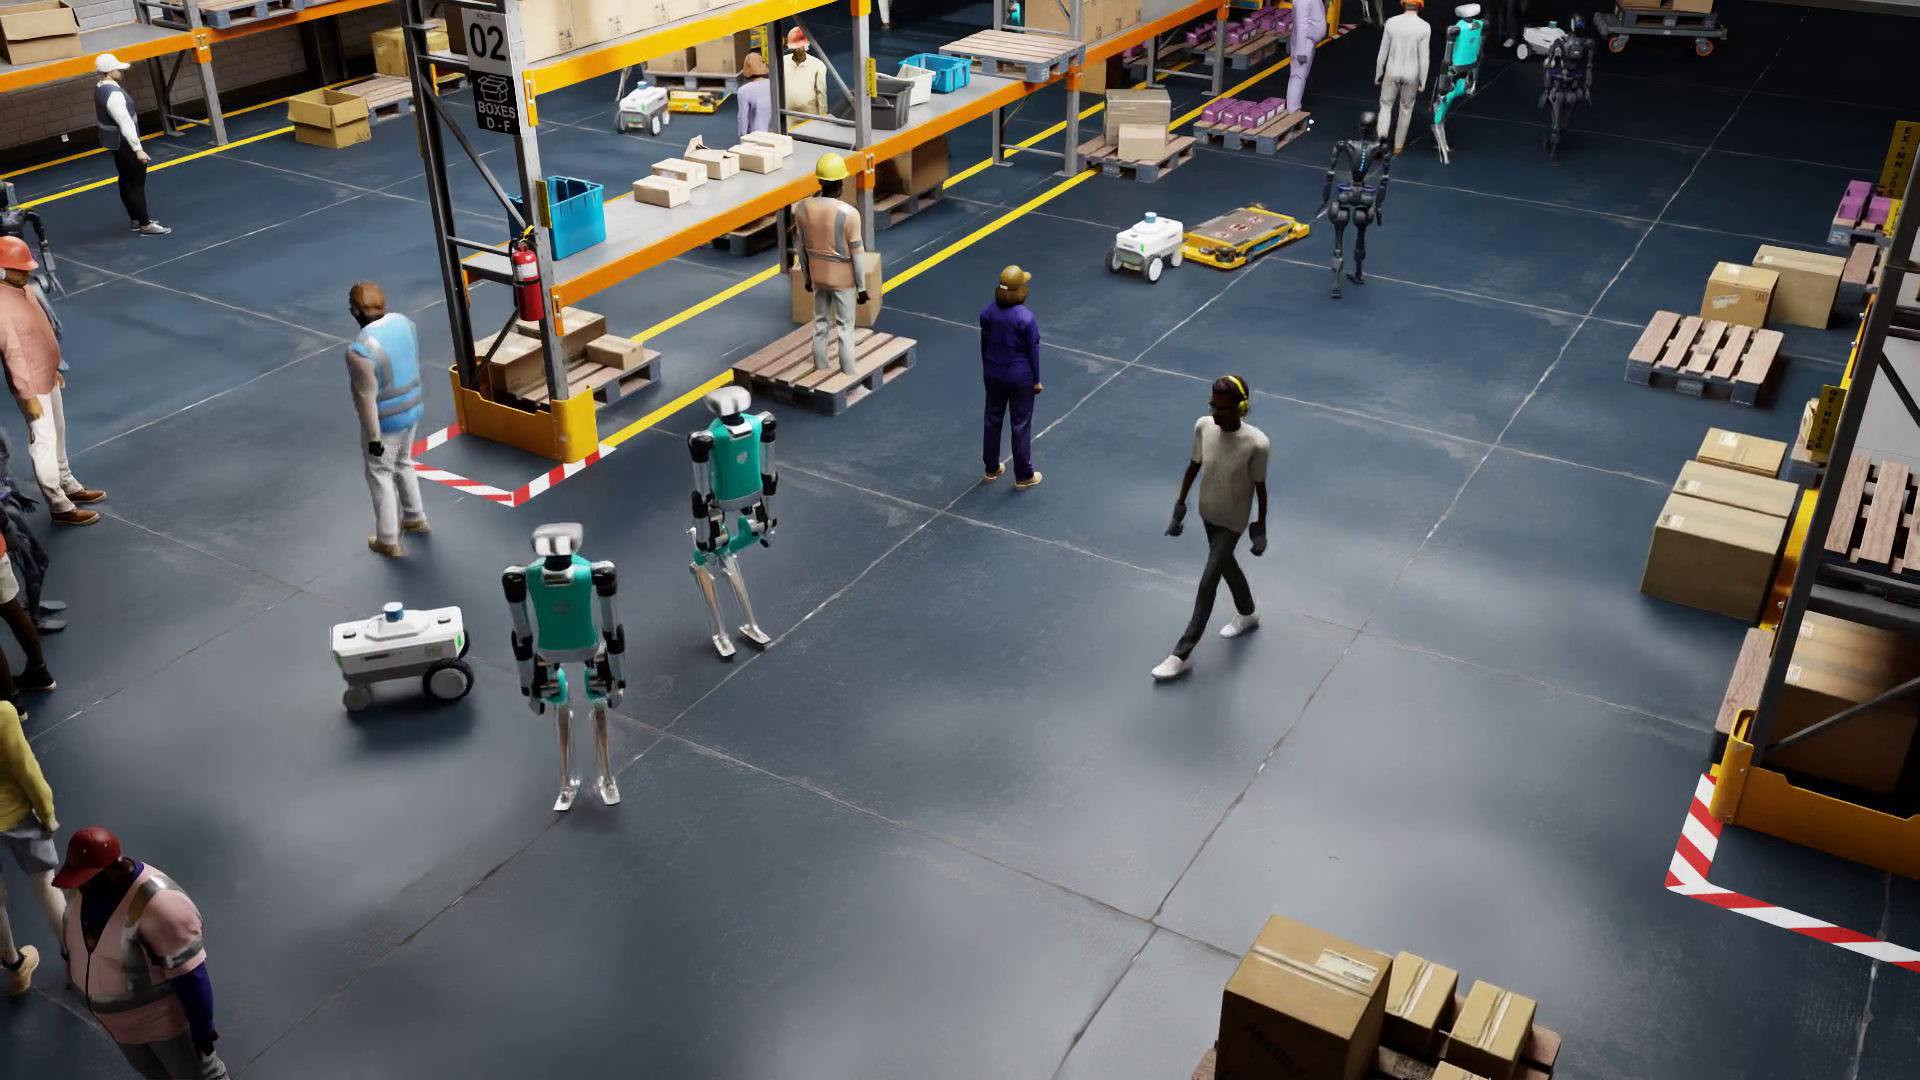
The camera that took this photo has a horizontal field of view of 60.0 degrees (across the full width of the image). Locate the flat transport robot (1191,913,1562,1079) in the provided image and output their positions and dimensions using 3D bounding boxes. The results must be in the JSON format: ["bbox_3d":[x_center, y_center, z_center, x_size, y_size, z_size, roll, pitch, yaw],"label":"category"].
[{"bbox_3d":[1.727,2.298,6.876,0.659,0.231,1.431,17,34,27],"label":"flat transport robot"}]

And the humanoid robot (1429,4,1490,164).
[{"bbox_3d":[5.387,-5.060,18.438,0.575,1.811,0.797,-13,32,-22],"label":"humanoid robot"}]

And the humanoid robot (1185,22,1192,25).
[{"bbox_3d":[3.211,-8.357,24.299,0.380,1.645,0.589,-18,34,-29],"label":"humanoid robot"}]

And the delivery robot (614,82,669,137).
[{"bbox_3d":[-3.745,-5.131,19.696,0.499,0.565,0.745,8,30,13],"label":"delivery robot"}]

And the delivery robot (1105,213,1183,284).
[{"bbox_3d":[1.750,-2.739,15.512,0.499,0.609,0.807,23,36,34],"label":"delivery robot"}]

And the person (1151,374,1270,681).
[{"bbox_3d":[1.482,-0.122,9.584,0.998,1.812,0.543,-23,37,-35],"label":"person"}]

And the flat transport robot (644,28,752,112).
[{"bbox_3d":[-3.232,-5.674,20.978,0.659,0.231,1.431,5,30,8],"label":"flat transport robot"}]

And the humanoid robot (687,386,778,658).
[{"bbox_3d":[-1.382,-0.147,9.641,0.532,1.730,0.713,-20,35,-31],"label":"humanoid robot"}]

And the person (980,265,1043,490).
[{"bbox_3d":[0.358,-1.135,11.568,0.457,1.623,0.338,18,34,28],"label":"person"}]

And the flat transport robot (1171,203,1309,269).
[{"bbox_3d":[2.739,-2.956,16.170,0.659,0.231,1.431,24,37,36],"label":"flat transport robot"}]

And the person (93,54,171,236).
[{"bbox_3d":[-8.147,-3.850,16.237,0.429,1.758,0.747,-24,37,-36],"label":"person"}]

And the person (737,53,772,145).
[{"bbox_3d":[-2.011,-4.087,16.794,0.501,1.628,0.280,-19,35,-30],"label":"person"}]

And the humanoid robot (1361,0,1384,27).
[{"bbox_3d":[6.105,-8.372,24.303,0.564,1.821,0.764,-14,32,-23],"label":"humanoid robot"}]

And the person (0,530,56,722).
[{"bbox_3d":[-5.422,0.093,9.072,0.380,1.957,0.598,2,30,4],"label":"person"}]

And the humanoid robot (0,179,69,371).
[{"bbox_3d":[-7.427,-2.048,13.125,0.346,1.647,0.585,25,38,37],"label":"humanoid robot"}]

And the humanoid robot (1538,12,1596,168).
[{"bbox_3d":[6.670,-5.016,18.407,0.589,1.640,0.664,-4,30,-7],"label":"humanoid robot"}]

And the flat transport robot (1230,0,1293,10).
[{"bbox_3d":[4.657,-8.267,25.565,1.431,0.231,0.659,16,33,26],"label":"flat transport robot"}]

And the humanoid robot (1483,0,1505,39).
[{"bbox_3d":[7.609,-7.925,23.530,0.593,1.637,0.342,3,30,5],"label":"humanoid robot"}]

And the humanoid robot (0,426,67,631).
[{"bbox_3d":[-5.648,-0.183,9.834,0.324,1.644,0.585,-11,31,-19],"label":"humanoid robot"}]

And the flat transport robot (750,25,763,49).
[{"bbox_3d":[-3.257,-6.968,23.267,1.431,0.231,0.659,-21,36,-33],"label":"flat transport robot"}]

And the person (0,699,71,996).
[{"bbox_3d":[-4.180,1.189,7.202,0.487,1.885,0.400,-7,30,-12],"label":"person"}]

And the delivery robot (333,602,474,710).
[{"bbox_3d":[-3.184,0.635,9.535,0.802,0.601,0.499,-9,31,-15],"label":"delivery robot"}]

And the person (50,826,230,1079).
[{"bbox_3d":[-3.077,1.775,6.304,0.605,1.748,0.420,12,32,21],"label":"person"}]

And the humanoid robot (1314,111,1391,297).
[{"bbox_3d":[3.500,-3.038,14.914,0.609,1.639,0.608,2,30,4],"label":"humanoid robot"}]

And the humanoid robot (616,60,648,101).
[{"bbox_3d":[-4.141,-6.305,20.668,0.967,1.773,0.552,-25,38,-37],"label":"humanoid robot"}]

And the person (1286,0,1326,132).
[{"bbox_3d":[4.077,-5.798,19.540,0.404,1.904,0.641,11,31,18],"label":"person"}]

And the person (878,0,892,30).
[{"bbox_3d":[-1.117,-8.449,24.253,0.640,1.884,1.036,-4,30,-7],"label":"person"}]

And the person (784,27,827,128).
[{"bbox_3d":[-1.657,-4.462,17.339,0.554,1.743,0.346,8,30,14],"label":"person"}]

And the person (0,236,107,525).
[{"bbox_3d":[-6.125,-1.058,11.072,0.387,1.986,0.608,-6,30,-11],"label":"person"}]

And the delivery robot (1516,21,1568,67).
[{"bbox_3d":[7.967,-6.723,22.557,0.507,0.608,0.779,-13,32,-22],"label":"delivery robot"}]

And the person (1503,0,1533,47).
[{"bbox_3d":[7.849,-7.855,23.277,0.531,1.819,0.540,18,34,28],"label":"person"}]

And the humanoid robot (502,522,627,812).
[{"bbox_3d":[-1.923,0.565,8.314,0.534,1.678,0.734,-4,30,-7],"label":"humanoid robot"}]

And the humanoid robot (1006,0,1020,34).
[{"bbox_3d":[0.872,-7.069,21.986,0.561,1.808,0.927,4,30,7],"label":"humanoid robot"}]

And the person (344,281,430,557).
[{"bbox_3d":[-3.749,-0.809,10.812,0.530,1.806,0.650,9,31,16],"label":"person"}]

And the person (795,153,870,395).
[{"bbox_3d":[-0.975,-2.029,12.846,0.585,1.928,0.367,15,33,25],"label":"person"}]

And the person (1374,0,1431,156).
[{"bbox_3d":[4.899,-5.181,18.470,0.588,1.878,0.649,11,31,18],"label":"person"}]
